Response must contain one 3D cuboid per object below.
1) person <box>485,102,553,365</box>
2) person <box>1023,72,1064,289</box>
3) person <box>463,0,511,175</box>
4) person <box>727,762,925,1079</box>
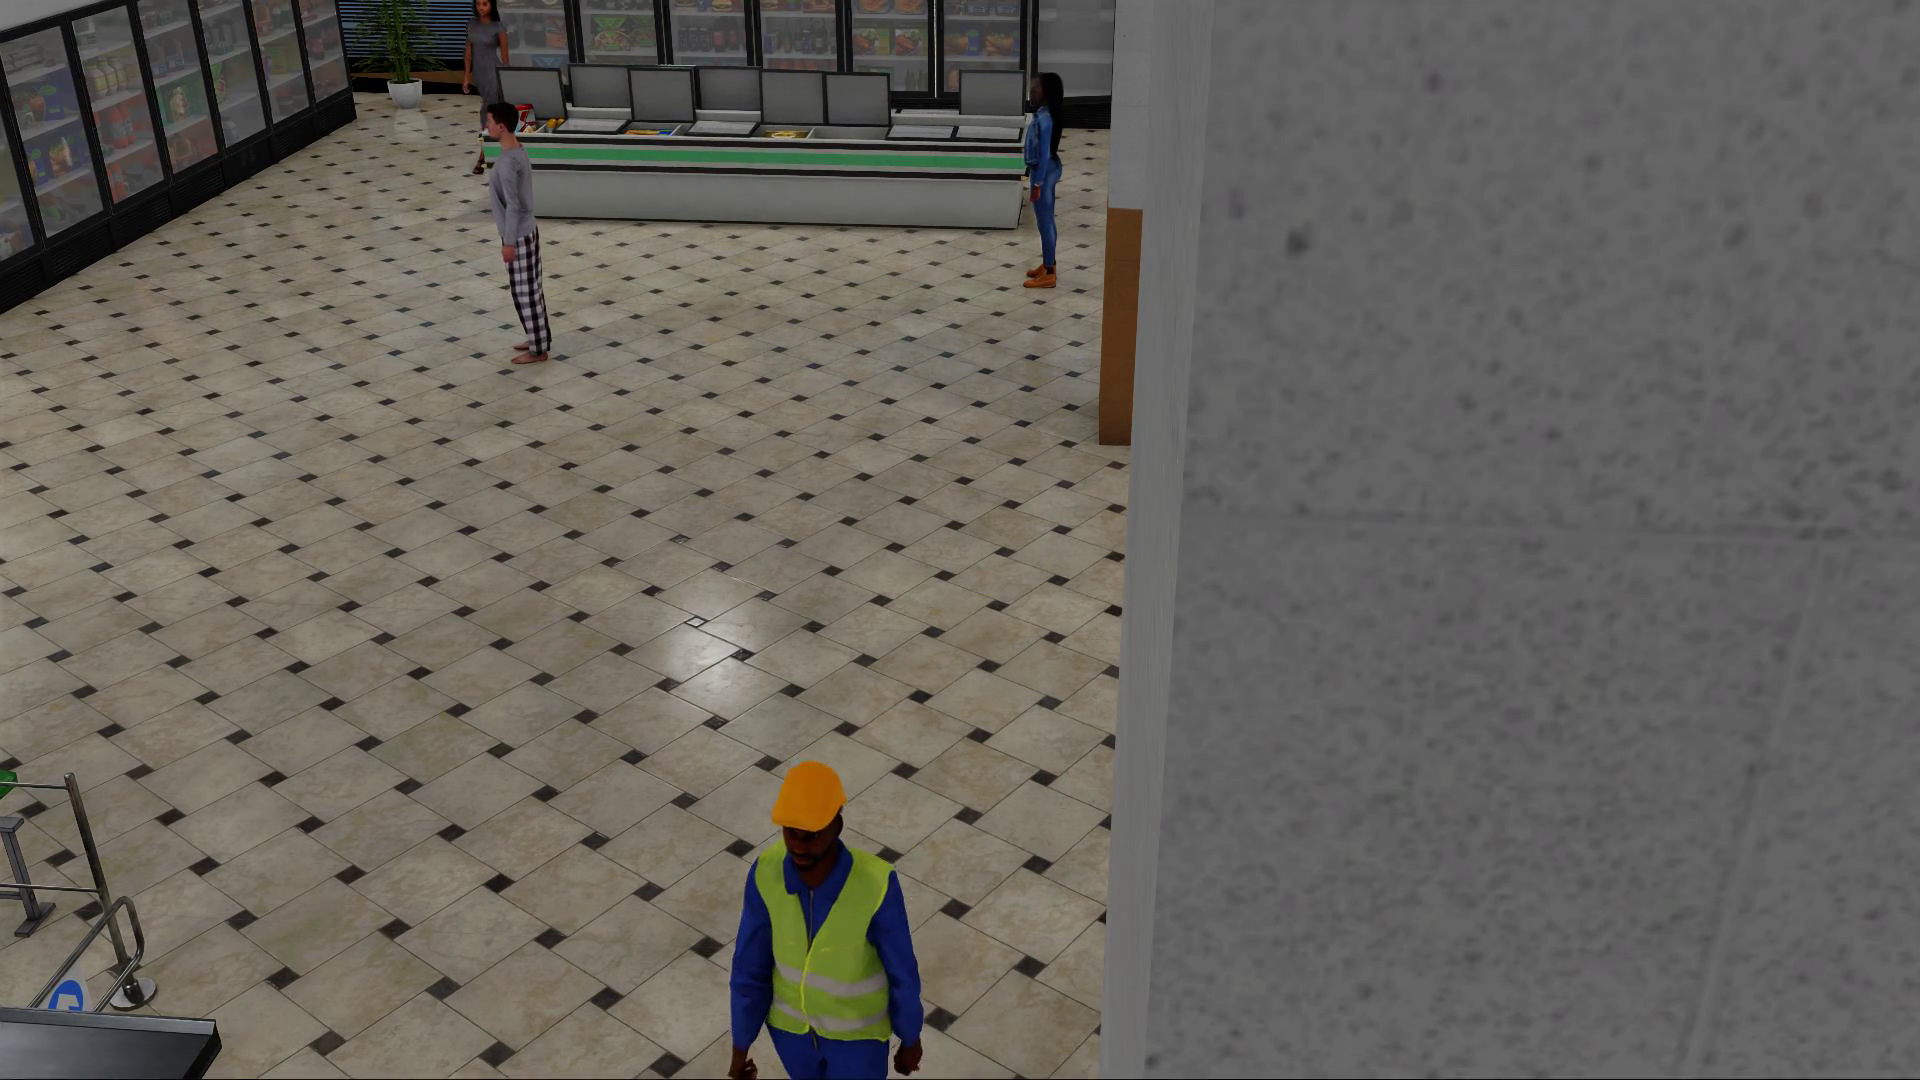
[{"bbox_3d":[-3.131,-2.179,11.814,0.593,1.847,0.660,-3,27,-5],"label":"person"},{"bbox_3d":[0.691,-2.894,13.373,0.528,1.713,0.611,4,27,9],"label":"person"},{"bbox_3d":[-4.655,-4.592,16.704,1.158,1.728,0.954,14,30,25],"label":"person"},{"bbox_3d":[-0.341,1.370,4.877,0.940,1.792,0.901,10,29,20],"label":"person"}]
